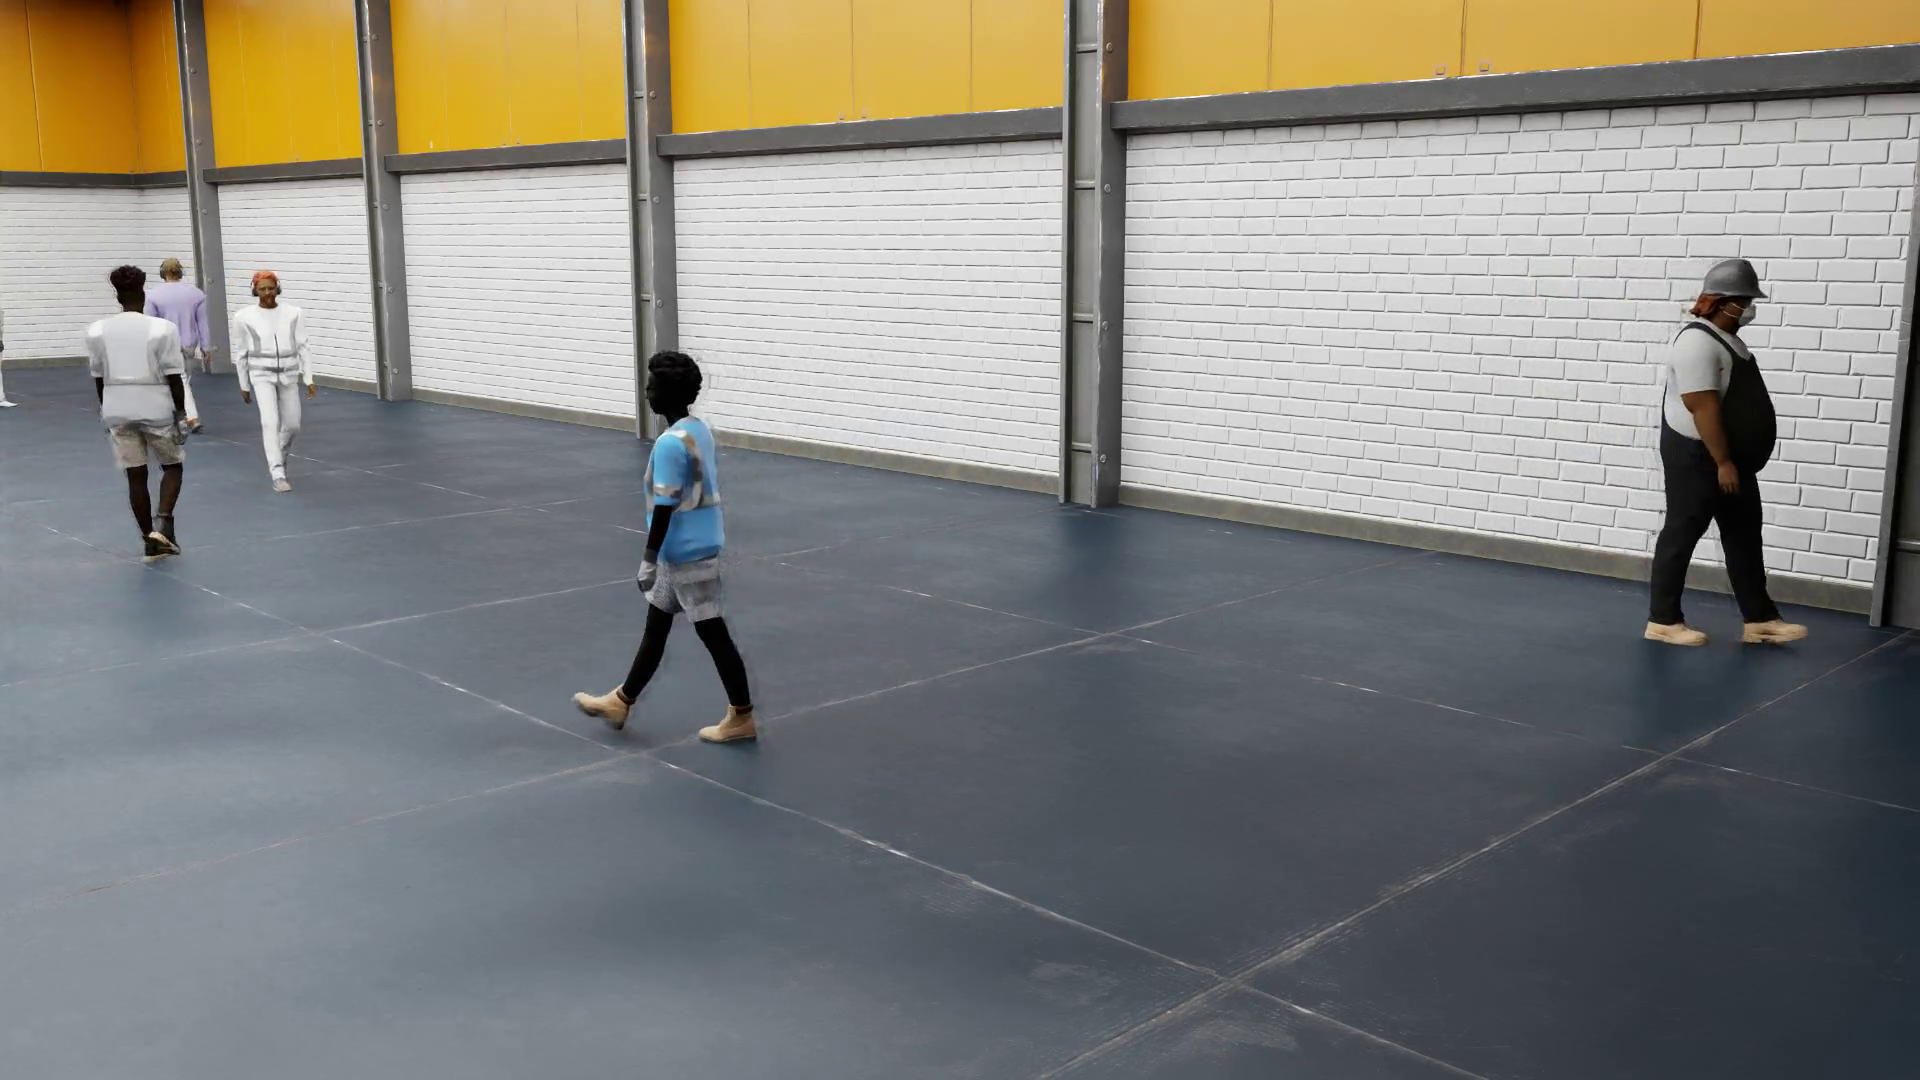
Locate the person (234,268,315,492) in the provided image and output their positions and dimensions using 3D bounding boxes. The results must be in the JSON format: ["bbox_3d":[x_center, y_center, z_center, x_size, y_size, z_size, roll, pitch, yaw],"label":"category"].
[{"bbox_3d":[-5.817,-1.364,14.074,0.579,1.863,0.744,-7,13,-35],"label":"person"}]

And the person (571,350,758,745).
[{"bbox_3d":[-1.241,0.044,6.935,0.843,1.647,0.552,0,10,1],"label":"person"}]

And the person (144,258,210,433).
[{"bbox_3d":[-8.492,-2.109,18.075,1.022,1.900,0.641,10,14,43],"label":"person"}]

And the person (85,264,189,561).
[{"bbox_3d":[-5.356,-0.824,10.892,0.597,1.941,0.430,-2,11,-8],"label":"person"}]

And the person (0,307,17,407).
[{"bbox_3d":[-12.062,-2.466,20.699,0.515,1.636,0.315,8,13,38],"label":"person"}]

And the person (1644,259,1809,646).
[{"bbox_3d":[3.986,-0.434,8.509,0.819,2.000,0.694,9,14,42],"label":"person"}]
